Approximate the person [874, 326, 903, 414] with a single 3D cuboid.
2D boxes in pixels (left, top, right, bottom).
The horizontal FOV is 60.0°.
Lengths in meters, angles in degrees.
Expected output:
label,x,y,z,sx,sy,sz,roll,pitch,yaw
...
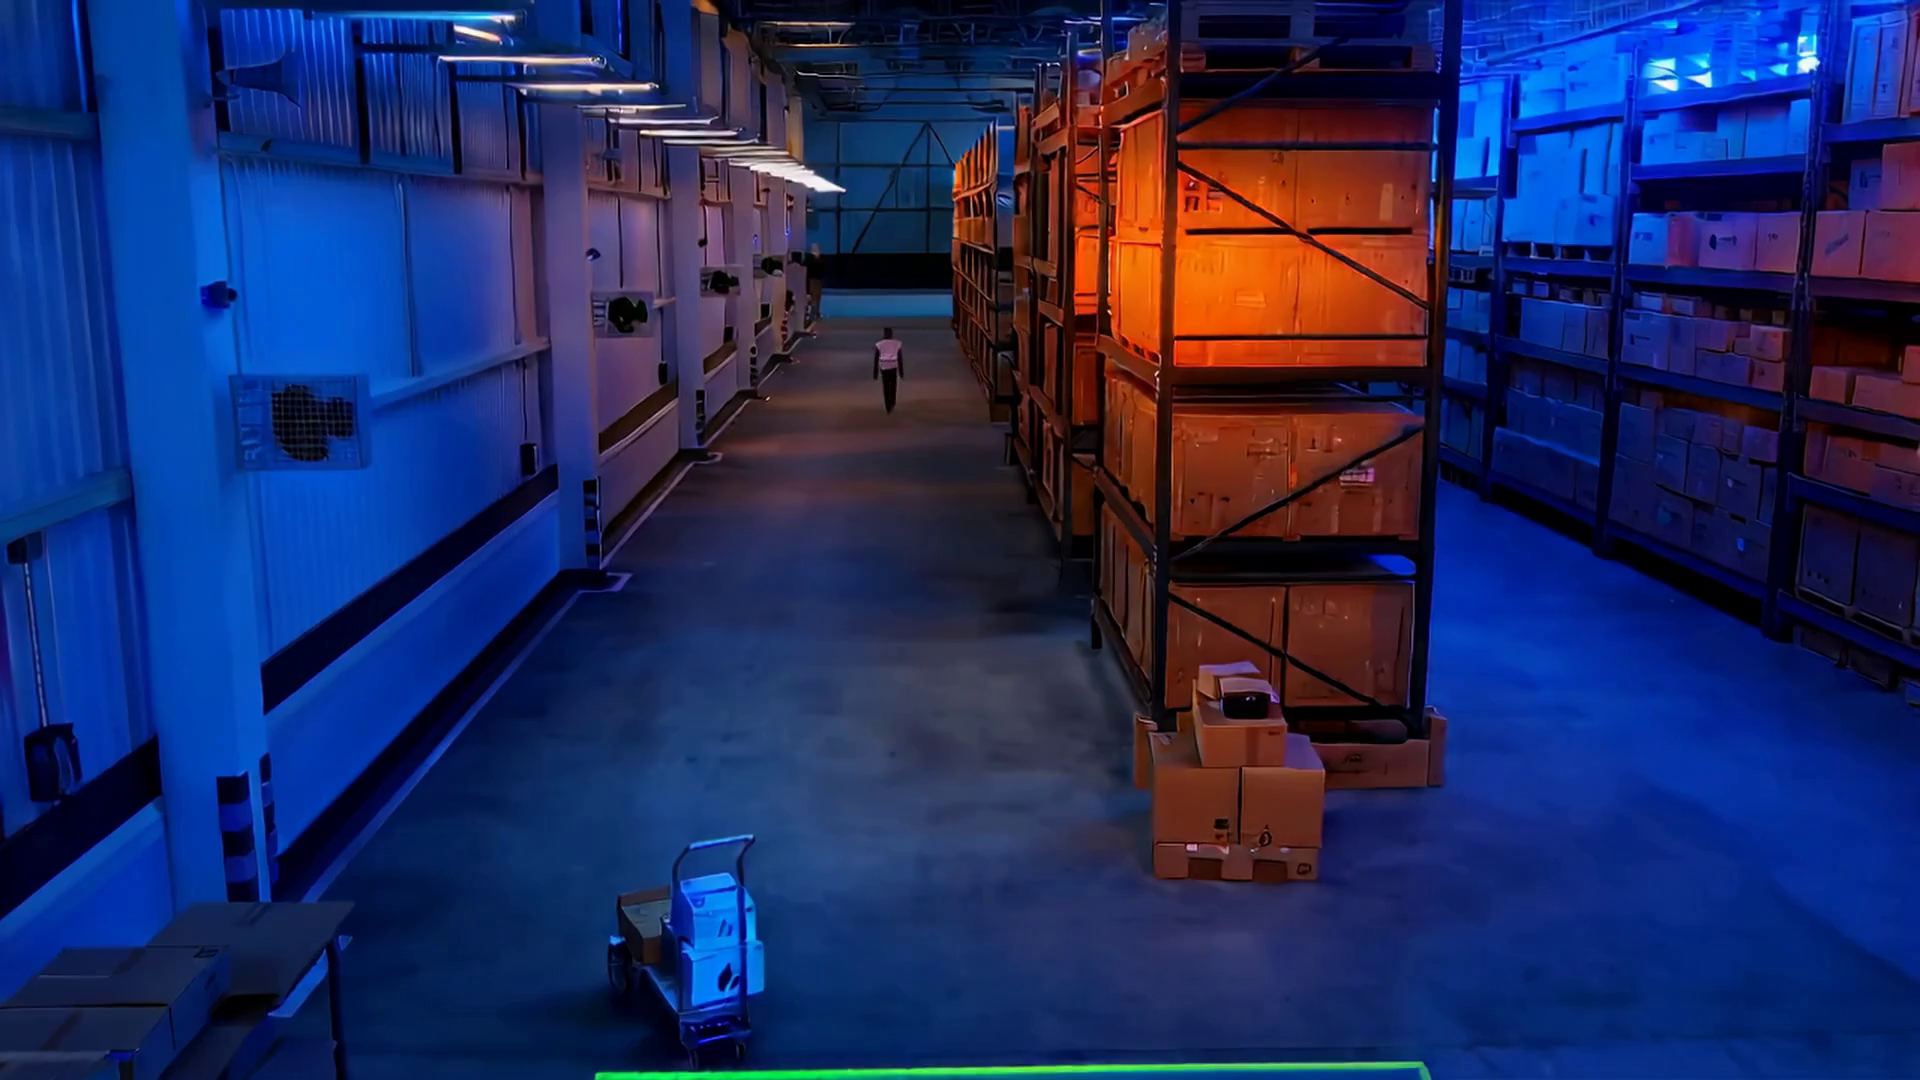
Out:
label,x,y,z,sx,sy,sz,roll,pitch,yaw
person,-1.521,-3.617,35.353,0.600,1.859,1.039,-3,11,-14
